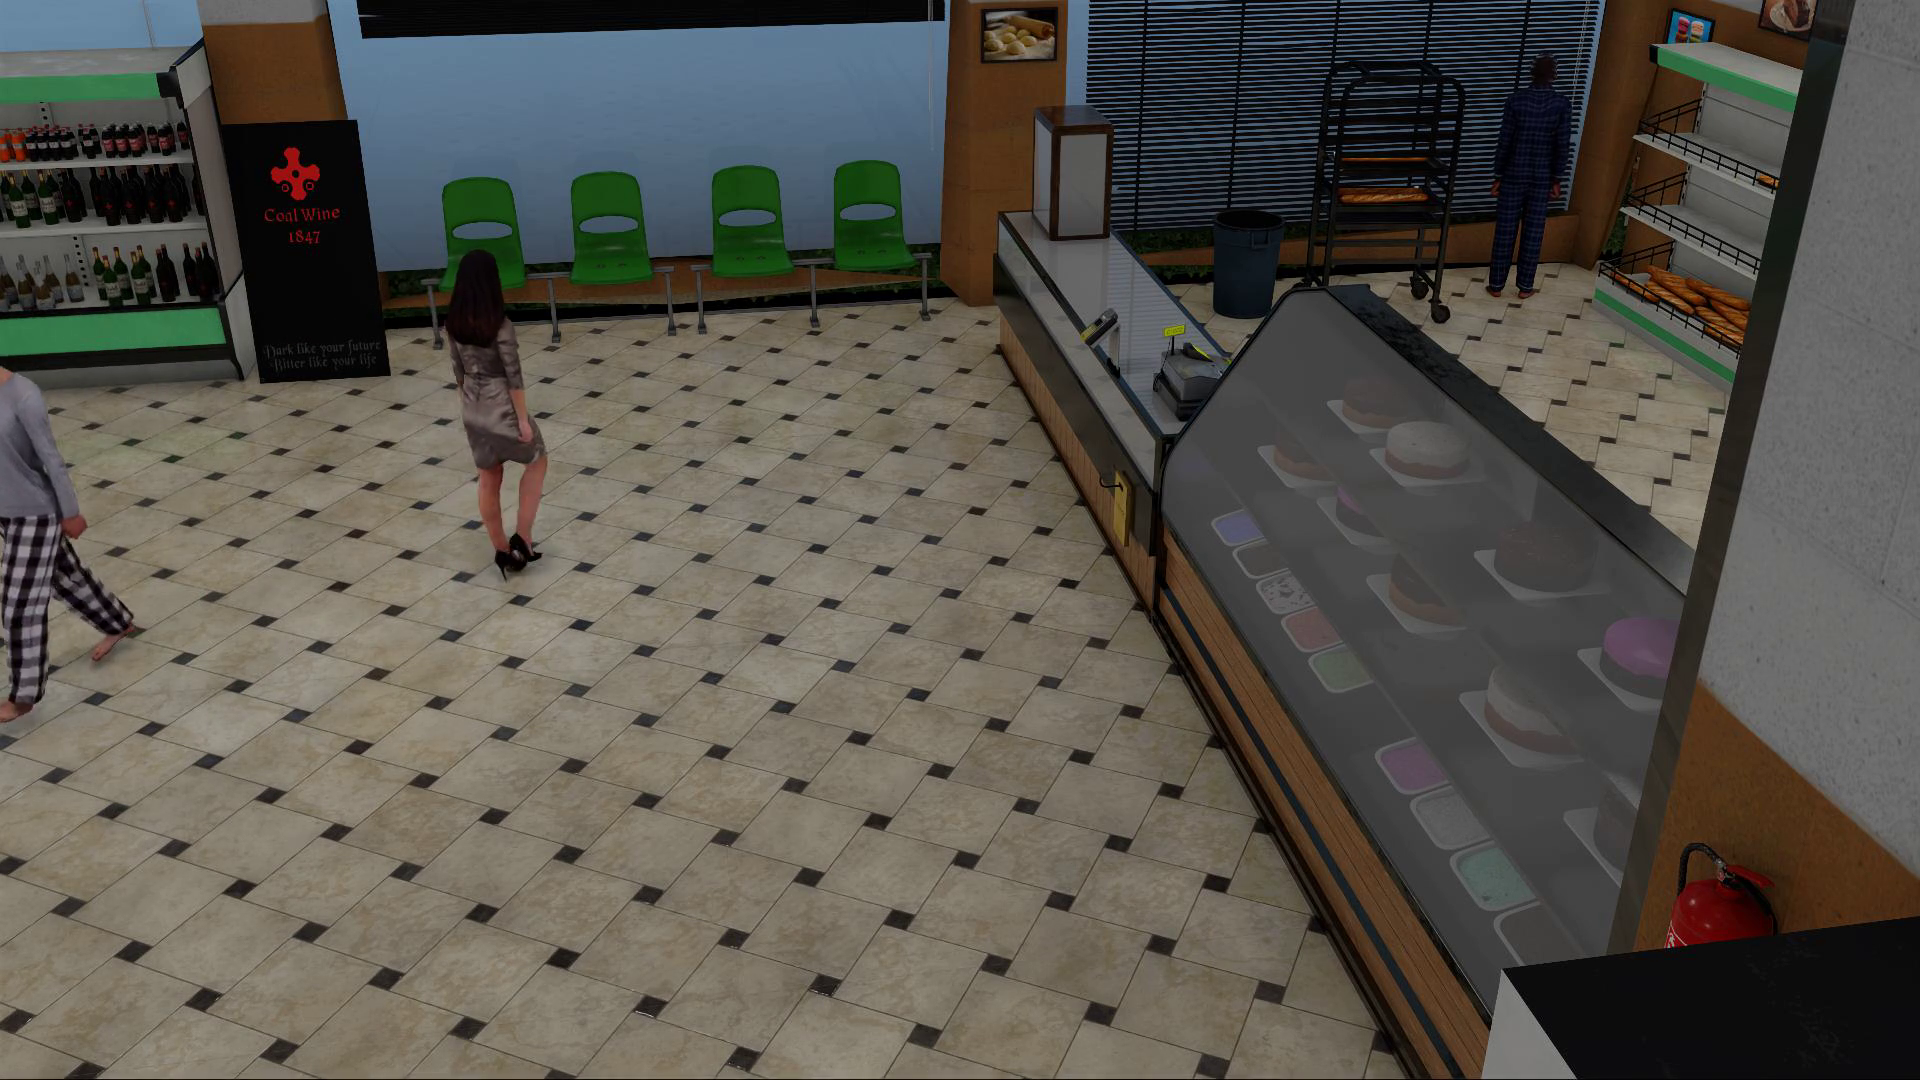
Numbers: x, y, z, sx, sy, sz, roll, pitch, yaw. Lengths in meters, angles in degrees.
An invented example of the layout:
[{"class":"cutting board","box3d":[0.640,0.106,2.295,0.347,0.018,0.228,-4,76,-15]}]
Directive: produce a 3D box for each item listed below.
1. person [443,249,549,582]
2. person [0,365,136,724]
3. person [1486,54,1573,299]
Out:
[{"class":"person","box3d":[-2.383,-0.574,8.363,0.695,1.732,0.790,10,29,19]},{"class":"person","box3d":[-4.140,-0.160,7.475,1.188,1.797,1.112,11,29,20]},{"class":"person","box3d":[4.259,-2.731,12.513,0.711,1.824,0.838,7,28,14]}]
